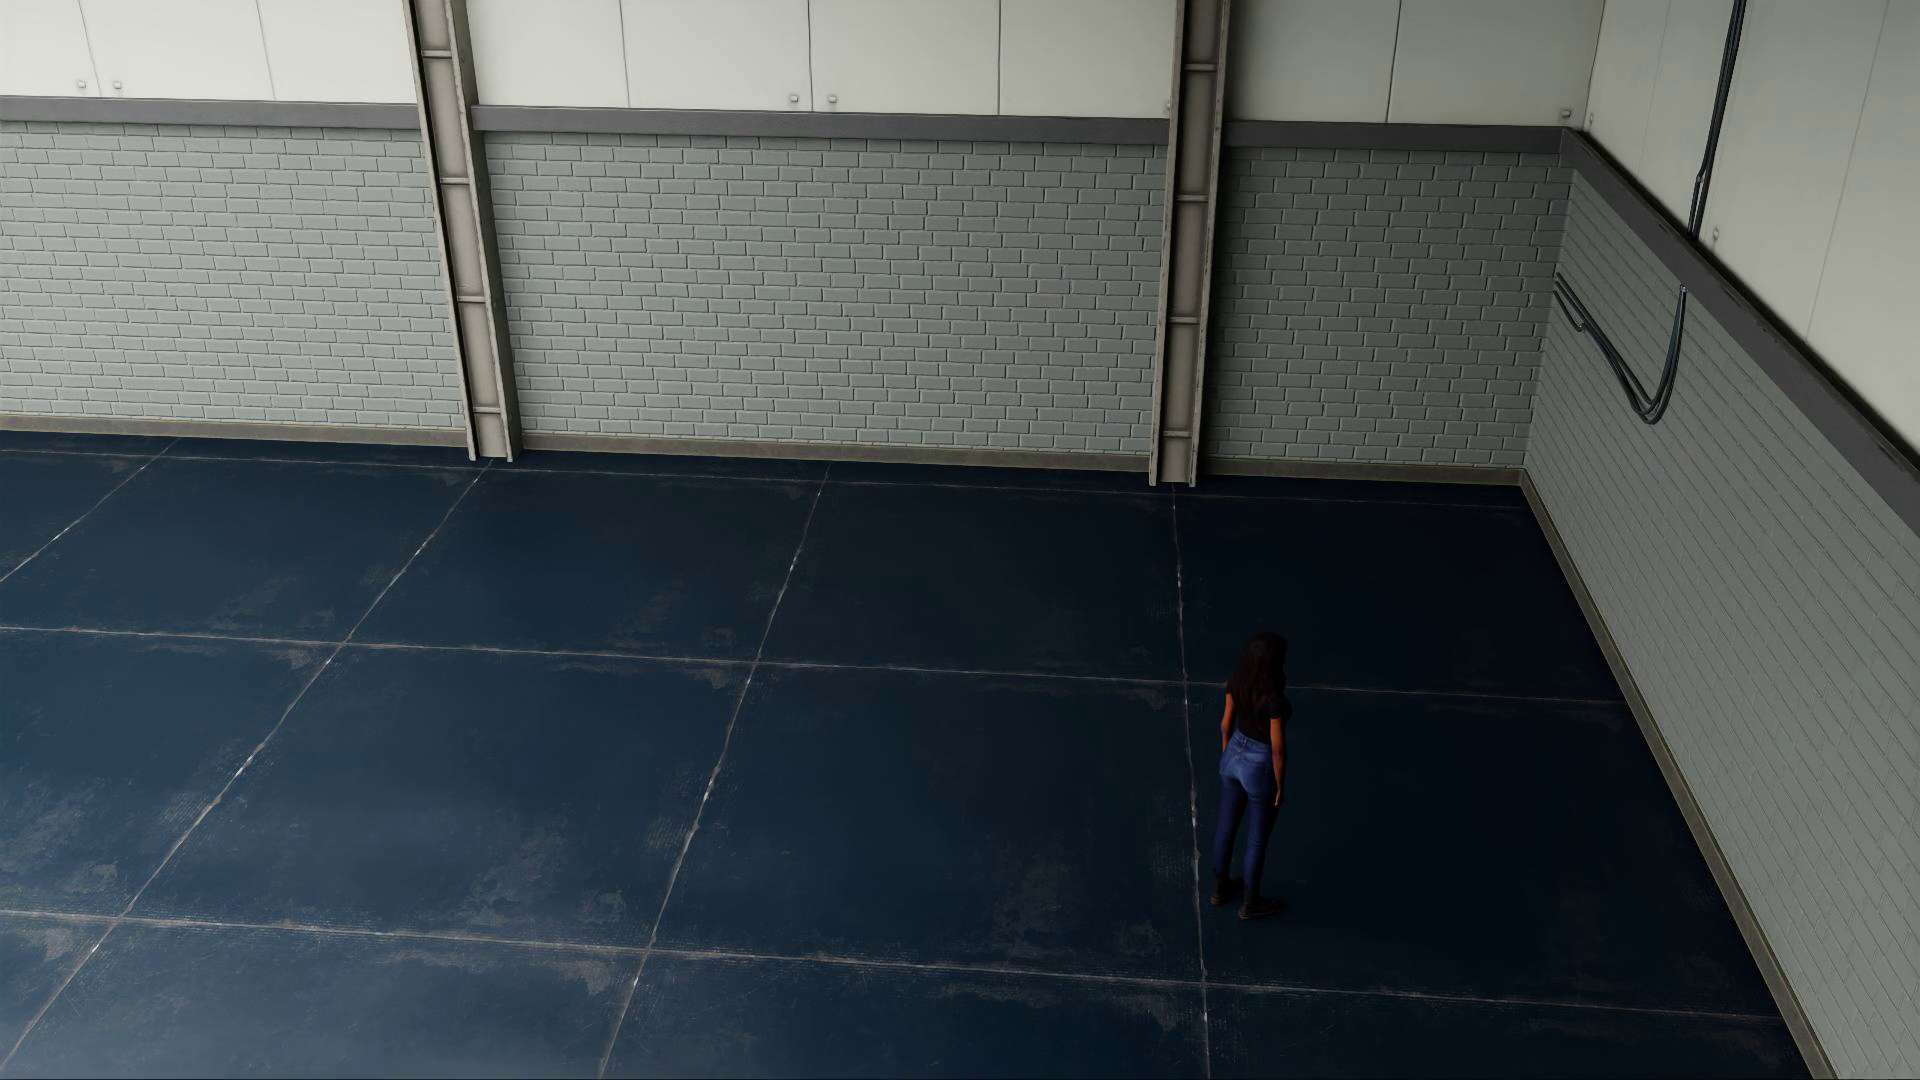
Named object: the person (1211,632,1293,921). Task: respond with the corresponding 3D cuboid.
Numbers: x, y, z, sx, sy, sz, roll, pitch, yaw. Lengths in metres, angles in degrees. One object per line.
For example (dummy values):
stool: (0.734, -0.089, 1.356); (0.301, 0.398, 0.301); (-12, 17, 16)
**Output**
person: (1.572, 1.268, 8.996); (0.715, 1.738, 0.656); (-21, 34, -35)
